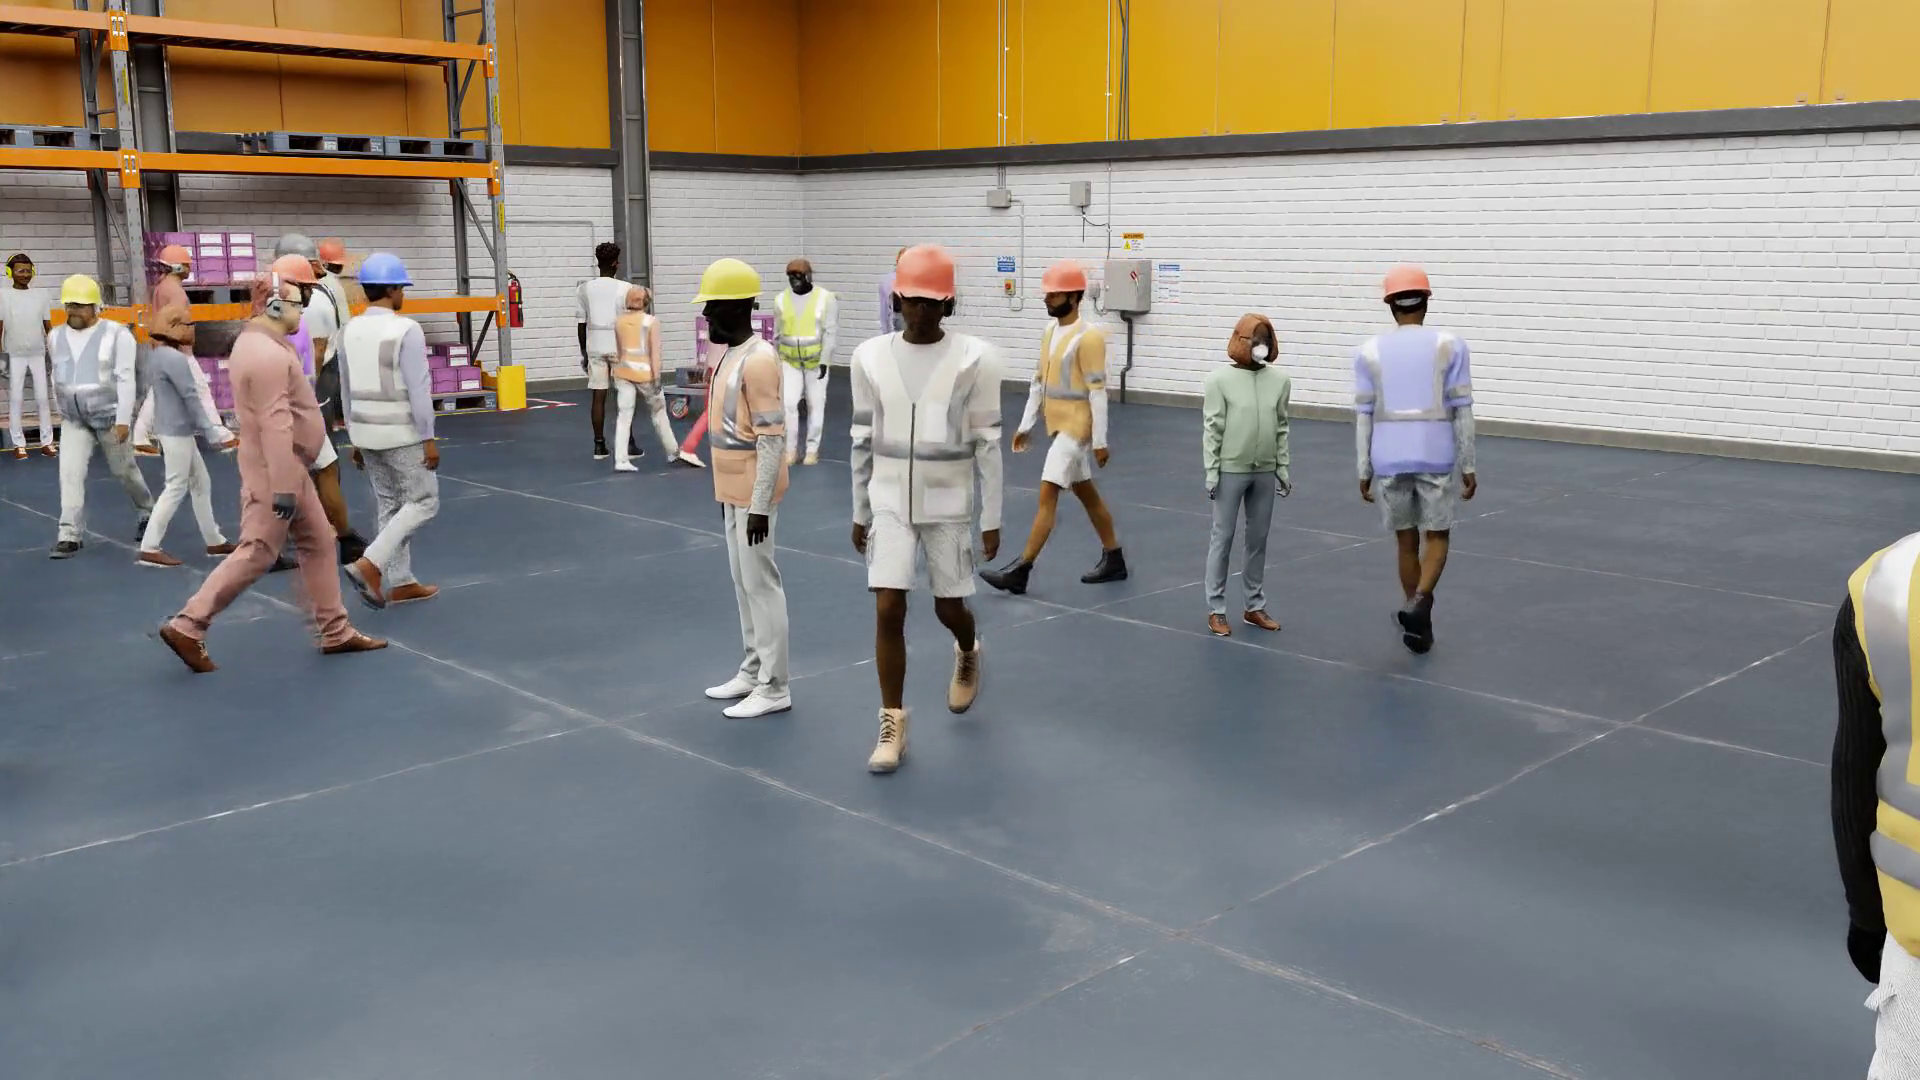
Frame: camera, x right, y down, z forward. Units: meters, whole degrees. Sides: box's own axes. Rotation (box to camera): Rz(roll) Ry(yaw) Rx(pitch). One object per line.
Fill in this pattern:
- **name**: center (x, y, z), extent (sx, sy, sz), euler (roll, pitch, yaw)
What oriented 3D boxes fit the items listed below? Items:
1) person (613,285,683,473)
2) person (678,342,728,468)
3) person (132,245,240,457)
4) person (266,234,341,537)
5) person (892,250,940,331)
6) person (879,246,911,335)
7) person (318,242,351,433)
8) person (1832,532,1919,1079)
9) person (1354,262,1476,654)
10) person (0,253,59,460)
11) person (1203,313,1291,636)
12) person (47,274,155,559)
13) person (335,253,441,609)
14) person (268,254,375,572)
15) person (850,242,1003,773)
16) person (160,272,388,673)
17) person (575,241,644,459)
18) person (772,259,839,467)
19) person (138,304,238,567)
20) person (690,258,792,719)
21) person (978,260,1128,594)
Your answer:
- **person**: center (-2.731, -1.397, 14.367), extent (0.526, 1.583, 0.888), euler (5, 12, 25)
- **person**: center (-2.108, -1.500, 14.644), extent (0.914, 1.706, 0.554), euler (-5, 12, -26)
- **person**: center (-7.183, -1.732, 15.290), extent (1.067, 1.936, 0.637), euler (-10, 14, -42)
- **person**: center (-4.417, -1.030, 11.160), extent (0.538, 2.000, 0.690), euler (-3, 11, -15)
- **person**: center (-0.465, -1.694, 15.224), extent (0.680, 1.880, 0.917), euler (9, 14, 42)
- **person**: center (-0.553, -2.229, 18.082), extent (0.638, 1.903, 0.408), euler (5, 12, 26)
- **person**: center (-6.476, -2.096, 17.236), extent (0.393, 1.952, 0.708), euler (-3, 11, -14)
- **person**: center (1.680, 0.640, 2.600), extent (0.429, 1.844, 0.622), euler (-6, 12, -31)
- **person**: center (2.156, -0.369, 7.963), extent (0.598, 1.899, 0.677), euler (4, 11, 22)
- **person**: center (-8.474, -1.660, 15.104), extent (0.508, 1.860, 0.334), euler (-10, 14, -43)
- **person**: center (1.461, -0.335, 8.478), extent (0.499, 1.634, 0.288), euler (-4, 11, -22)
- **person**: center (-5.534, -0.816, 10.707), extent (0.587, 1.797, 0.890), euler (0, 10, 2)
- **person**: center (-3.088, -0.560, 8.894), extent (0.629, 1.932, 0.591), euler (6, 12, 30)
- **person**: center (-3.965, -0.772, 10.122), extent (0.543, 1.896, 0.910), euler (9, 14, 41)
- **person**: center (-0.119, -0.157, 6.514), extent (0.611, 2.004, 0.904), euler (3, 11, 14)
- **person**: center (-3.277, -0.321, 7.798), extent (0.954, 1.868, 0.648), euler (-5, 11, -25)
- **person**: center (-3.159, -1.704, 15.042), extent (0.603, 1.966, 0.368), euler (2, 11, 9)
- **person**: center (-1.371, -1.533, 14.520), extent (0.619, 1.812, 0.645), euler (2, 11, 9)
- **person**: center (-4.790, -0.644, 10.236), extent (0.665, 1.607, 0.511), euler (-7, 12, -33)
- **person**: center (-0.920, -0.211, 7.008), extent (0.383, 1.924, 0.594), euler (-4, 11, -20)
- **person**: center (0.574, -0.640, 9.475), extent (1.008, 1.885, 0.551), euler (-4, 11, -20)
